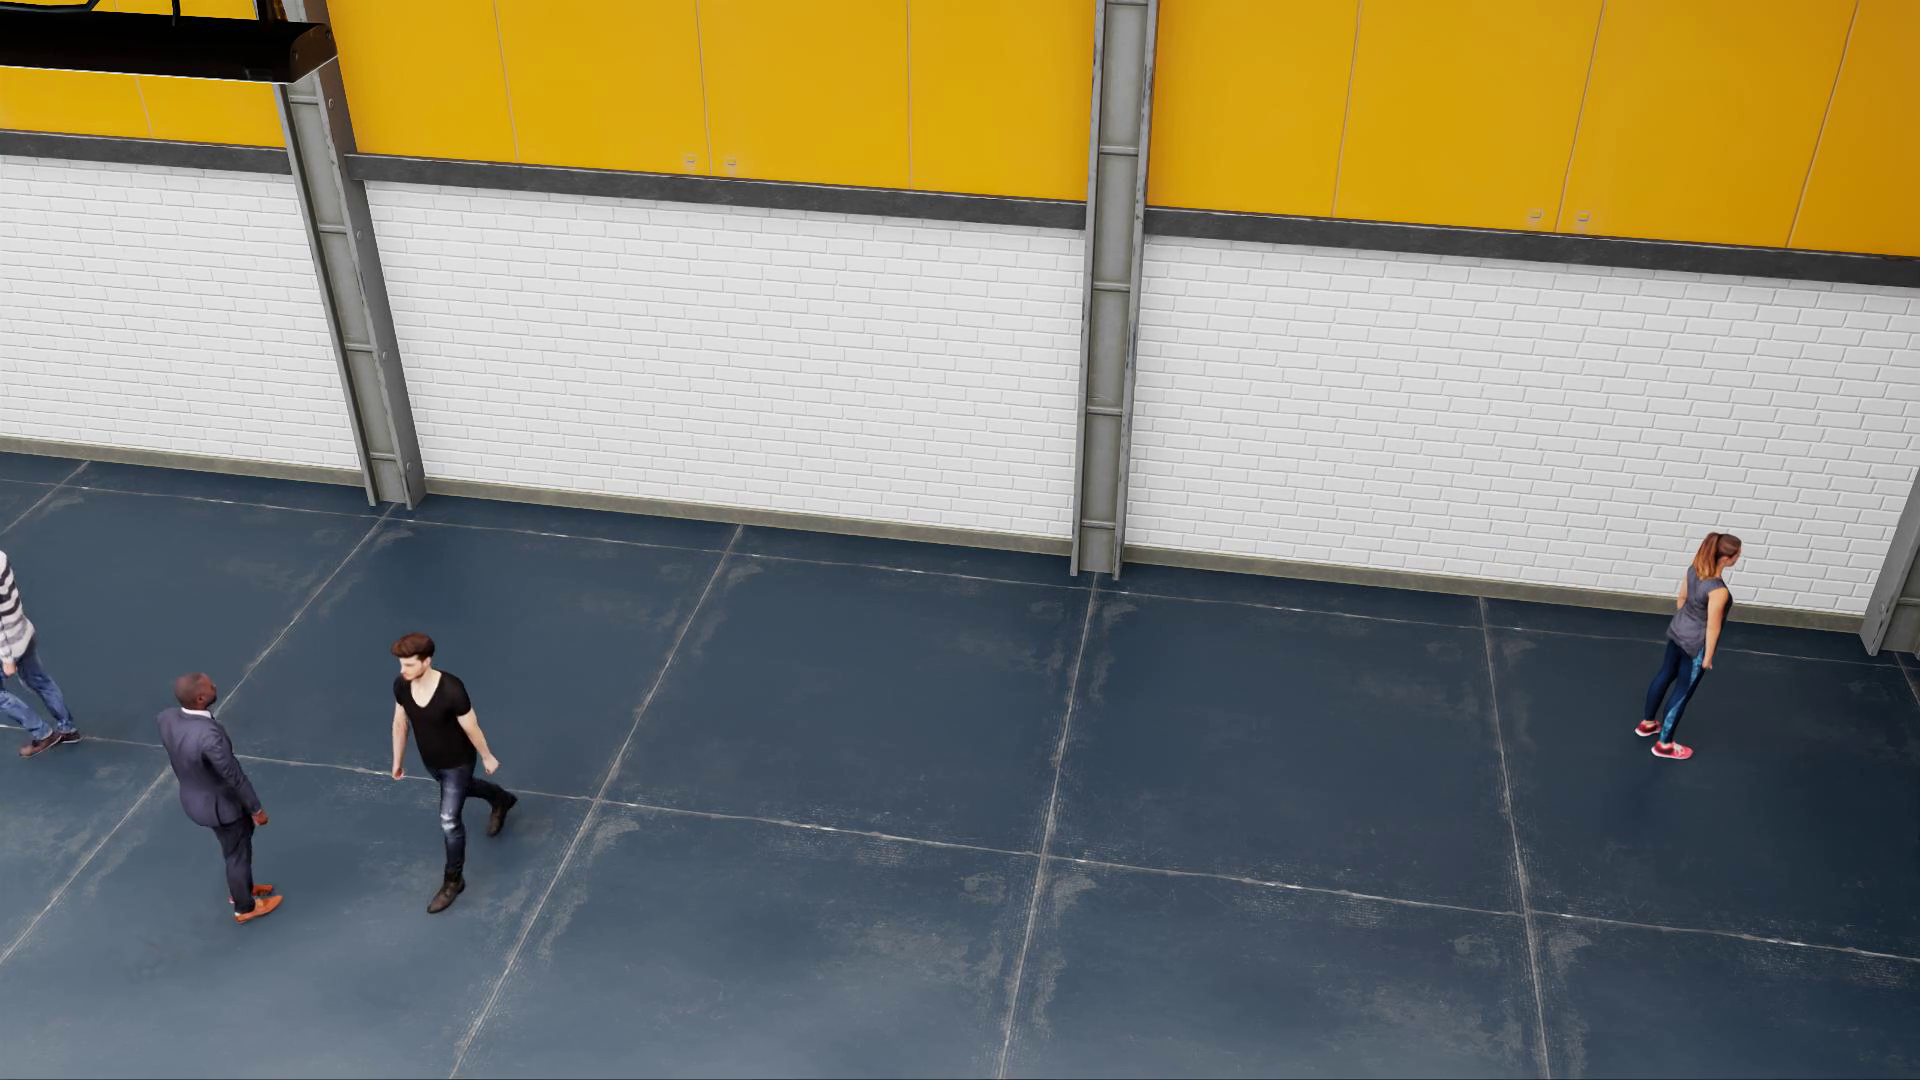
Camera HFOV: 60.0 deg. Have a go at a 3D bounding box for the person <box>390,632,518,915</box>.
[{"bbox_3d":[-3.050,1.264,10.123,1.245,1.855,0.987,15,37,22],"label":"person"}]

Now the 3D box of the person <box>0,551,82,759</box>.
[{"bbox_3d":[-6.221,0.660,11.048,0.797,1.837,0.782,-6,34,-9],"label":"person"}]

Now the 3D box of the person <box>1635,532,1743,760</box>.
[{"bbox_3d":[4.884,0.681,11.117,0.621,1.725,0.629,-4,34,-6],"label":"person"}]

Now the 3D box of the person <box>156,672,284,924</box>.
[{"bbox_3d":[-4.395,1.570,9.705,0.739,1.808,0.869,23,40,30],"label":"person"}]
